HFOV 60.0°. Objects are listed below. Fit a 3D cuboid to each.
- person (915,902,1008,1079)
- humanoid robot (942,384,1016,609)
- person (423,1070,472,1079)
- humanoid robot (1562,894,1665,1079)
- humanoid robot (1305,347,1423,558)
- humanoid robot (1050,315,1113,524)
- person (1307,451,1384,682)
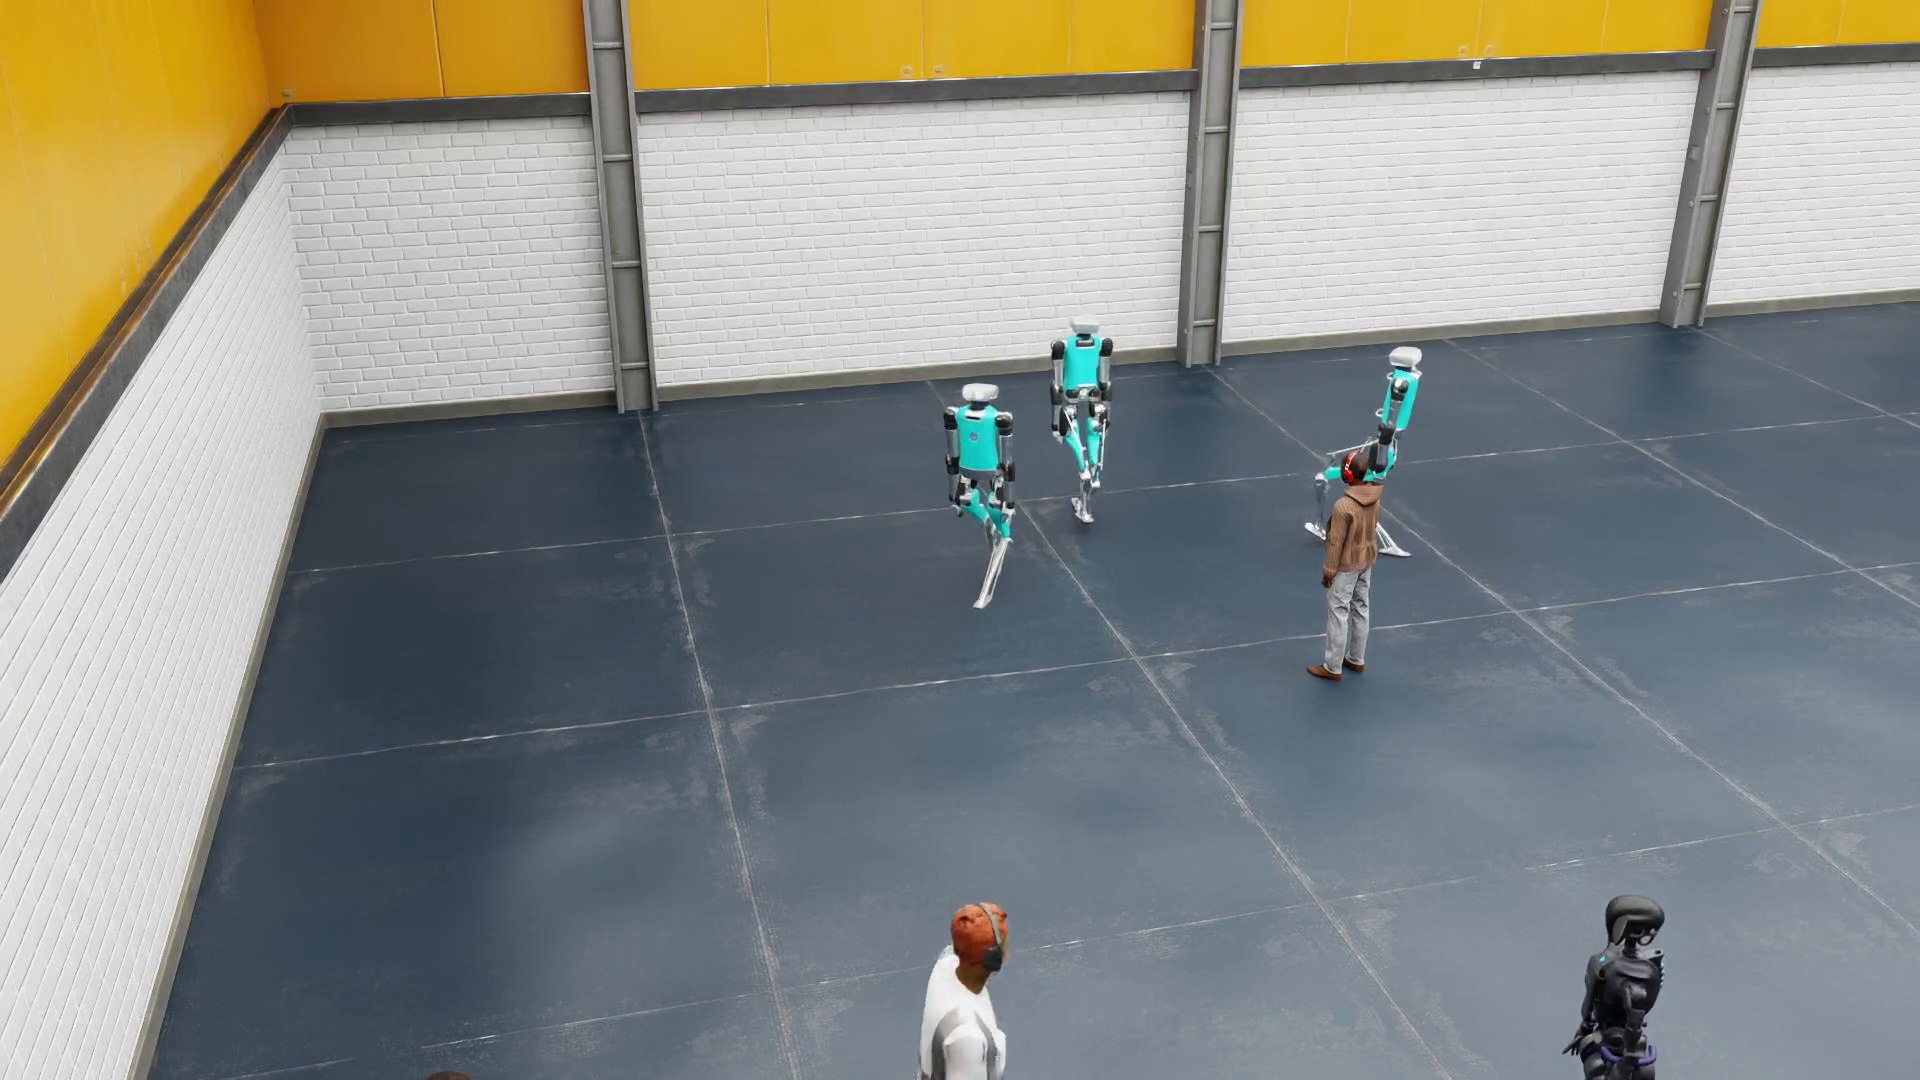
[{"bbox_3d":[0.014,2.238,6.335,0.350,1.860,0.804,-3,24,-7],"label":"person"},{"bbox_3d":[0.261,-0.410,12.510,0.545,1.798,0.911,9,25,20],"label":"humanoid robot"},{"bbox_3d":[-1.648,2.544,5.725,0.377,1.768,0.466,-7,25,-15],"label":"person"},{"bbox_3d":[2.698,2.144,6.810,0.772,1.634,0.600,3,24,7],"label":"humanoid robot"},{"bbox_3d":[3.146,-0.705,13.210,1.026,1.766,0.533,11,26,23],"label":"humanoid robot"},{"bbox_3d":[1.050,-0.918,13.616,0.543,1.746,0.956,-7,25,-16],"label":"humanoid robot"},{"bbox_3d":[2.632,0.184,11.234,0.462,1.648,0.327,-18,30,-35],"label":"person"}]
